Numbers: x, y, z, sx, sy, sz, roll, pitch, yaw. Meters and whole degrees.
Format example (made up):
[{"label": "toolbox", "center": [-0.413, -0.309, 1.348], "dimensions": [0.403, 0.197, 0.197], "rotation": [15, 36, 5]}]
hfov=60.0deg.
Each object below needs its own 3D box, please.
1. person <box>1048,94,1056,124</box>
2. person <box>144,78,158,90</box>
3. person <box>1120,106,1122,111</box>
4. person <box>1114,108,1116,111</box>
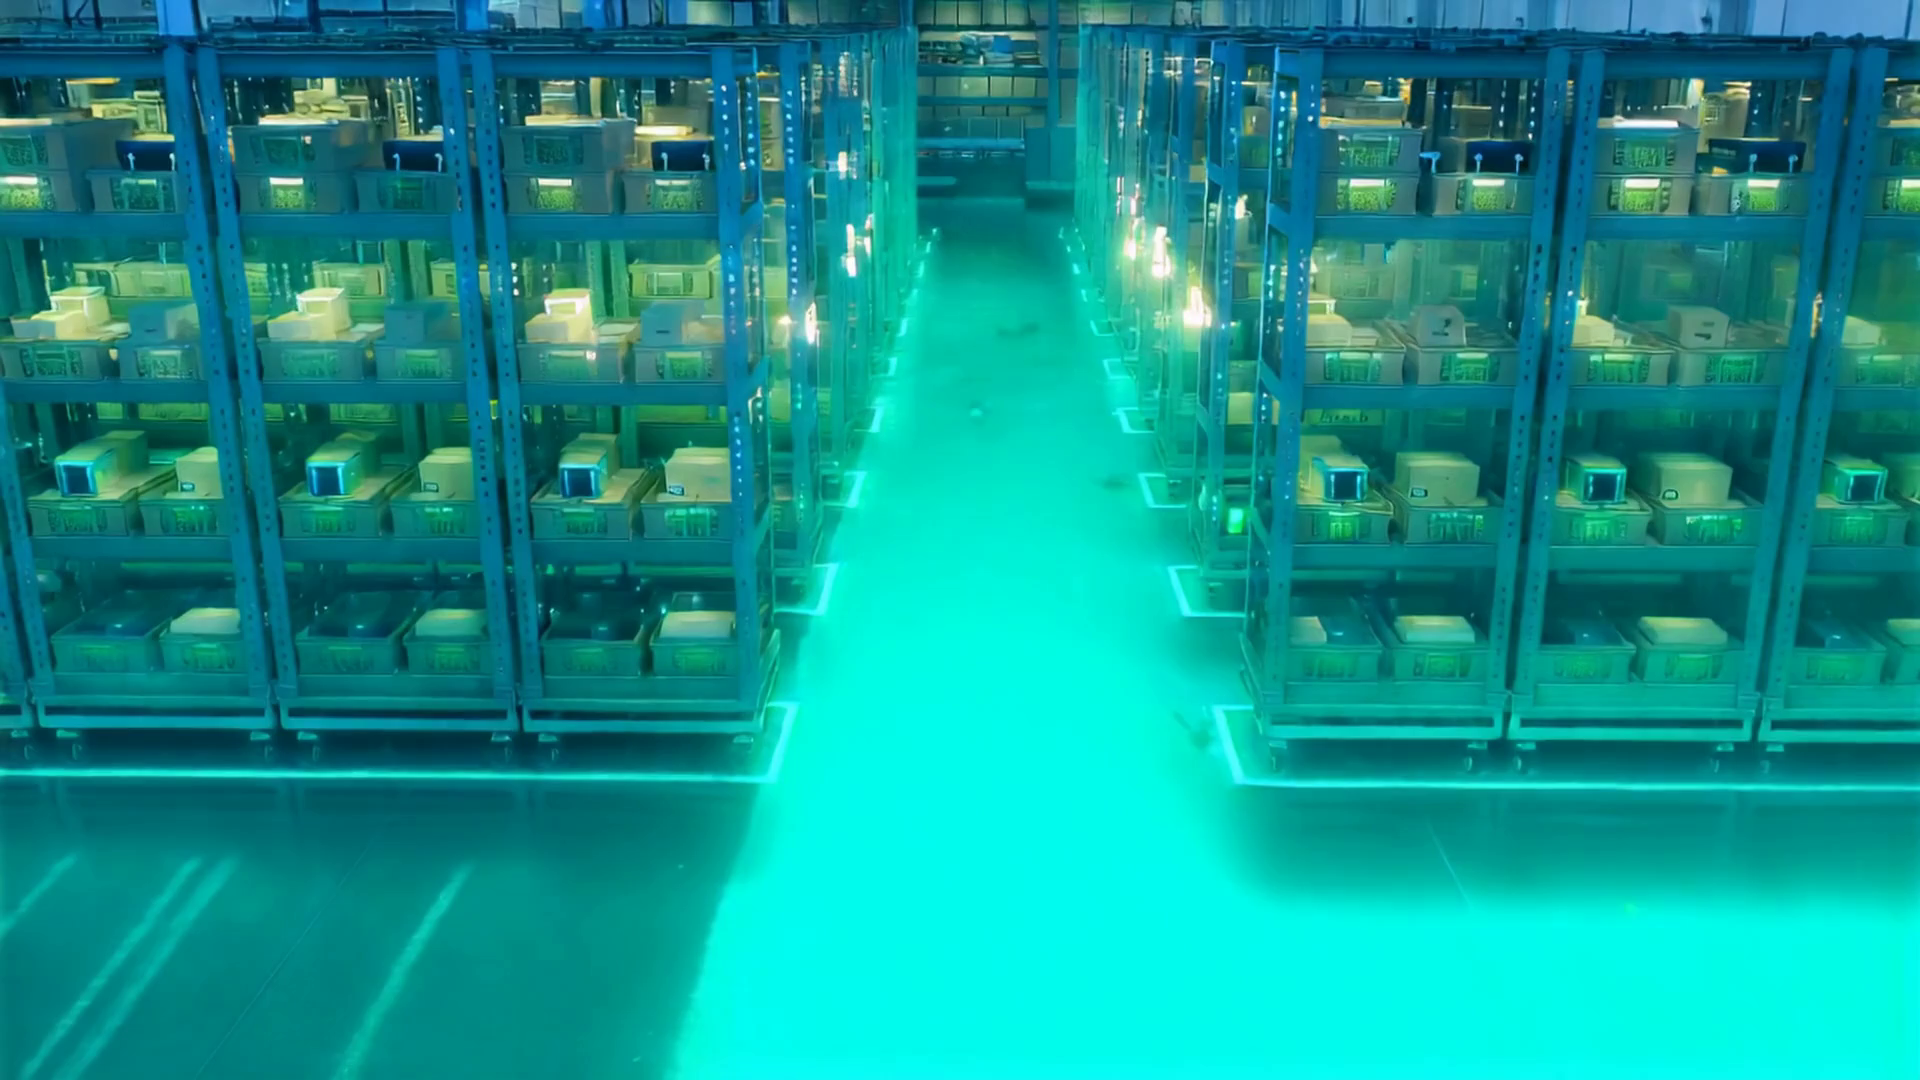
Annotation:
[{"label": "person", "center": [2.784, -12.468, 49.110], "dimensions": [0.507, 1.822, 0.662], "rotation": [4, 18, 11]}, {"label": "person", "center": [-26.648, -14.360, 55.124], "dimensions": [0.651, 1.832, 0.447], "rotation": [2, 18, 7]}, {"label": "person", "center": [4.469, -10.831, 43.749], "dimensions": [0.863, 1.919, 0.611], "rotation": [-10, 20, -29]}, {"label": "person", "center": [4.146, -11.133, 44.950], "dimensions": [0.331, 1.768, 0.527], "rotation": [2, 17, 5]}]
